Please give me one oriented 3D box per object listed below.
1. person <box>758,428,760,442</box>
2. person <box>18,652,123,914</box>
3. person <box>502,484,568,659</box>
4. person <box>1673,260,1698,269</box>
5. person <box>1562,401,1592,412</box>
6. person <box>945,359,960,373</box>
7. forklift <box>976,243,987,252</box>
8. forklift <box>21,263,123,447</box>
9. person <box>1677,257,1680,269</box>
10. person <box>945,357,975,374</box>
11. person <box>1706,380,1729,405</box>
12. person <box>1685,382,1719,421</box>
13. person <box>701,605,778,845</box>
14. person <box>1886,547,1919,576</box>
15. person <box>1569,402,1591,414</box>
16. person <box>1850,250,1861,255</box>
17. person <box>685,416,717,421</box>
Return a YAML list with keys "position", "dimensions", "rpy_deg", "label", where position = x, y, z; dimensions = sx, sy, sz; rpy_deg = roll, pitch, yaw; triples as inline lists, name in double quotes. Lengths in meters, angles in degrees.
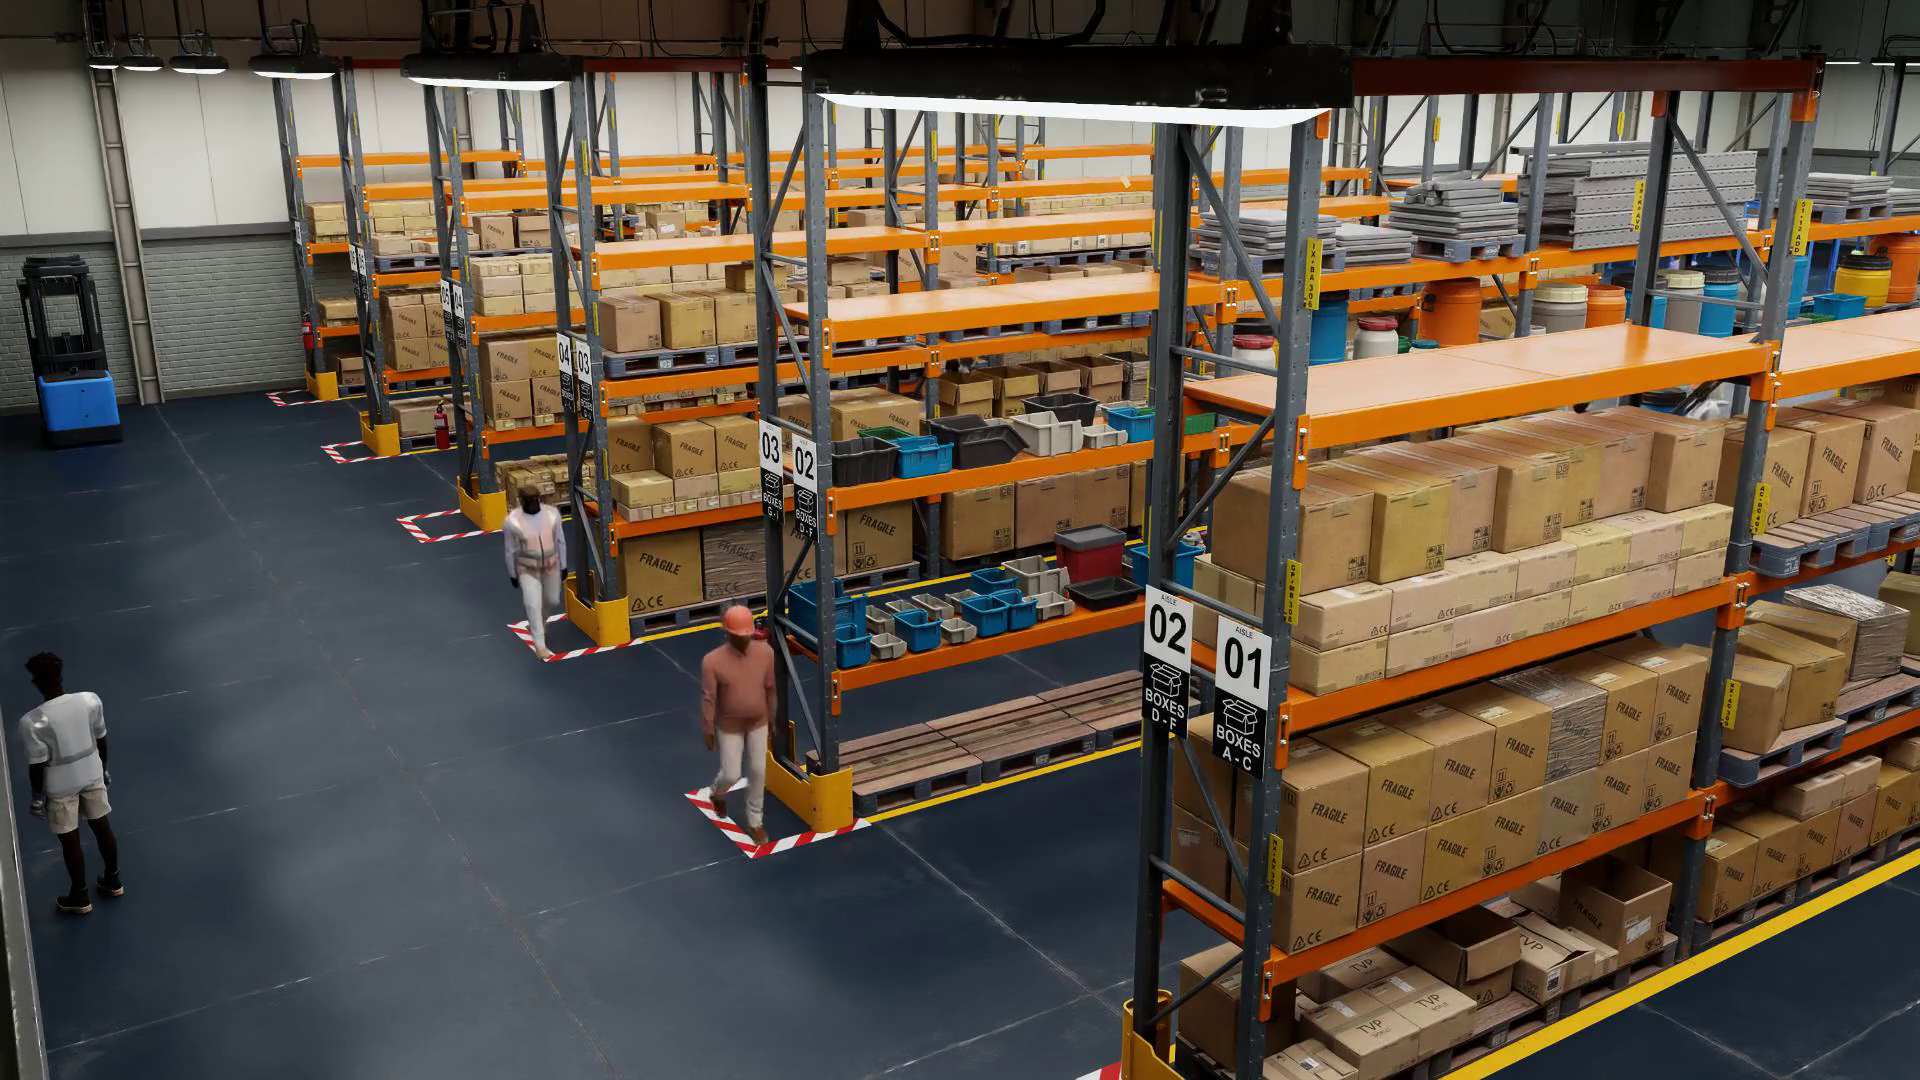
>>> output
- position: [-2.572, -0.675, 19.921]
  dimensions: [0.530, 1.596, 0.851]
  rpy_deg: [15, 23, 41]
  label: "person"
- position: [-6.428, 1.735, 11.398]
  dimensions: [0.368, 1.963, 0.603]
  rpy_deg: [9, 19, 26]
  label: "person"
- position: [-4.420, 0.272, 16.428]
  dimensions: [0.629, 1.828, 0.668]
  rpy_deg: [-10, 20, -31]
  label: "person"
- position: [16.764, -5.849, 36.509]
  dimensions: [0.829, 1.809, 0.585]
  rpy_deg: [-14, 22, -39]
  label: "person"
- position: [9.328, -2.012, 23.813]
  dimensions: [0.882, 1.895, 0.586]
  rpy_deg: [-10, 20, -30]
  label: "person"
- position: [-0.027, -1.710, 22.828]
  dimensions: [0.658, 1.895, 0.632]
  rpy_deg: [-7, 18, -23]
  label: "person"
- position: [0.988, -5.474, 34.718]
  dimensions: [1.214, 2.155, 2.313]
  rpy_deg: [-10, 20, -31]
  label: "forklift"
- position: [-14.518, -3.079, 25.708]
  dimensions: [1.129, 2.768, 1.873]
  rpy_deg: [-10, 20, -31]
  label: "forklift"
- position: [15.687, -5.256, 34.442]
  dimensions: [0.401, 1.899, 0.636]
  rpy_deg: [-4, 17, -13]
  label: "person"
- position: [-0.028, -1.908, 23.485]
  dimensions: [0.937, 1.873, 0.633]
  rpy_deg: [-8, 19, -26]
  label: "person"
- position: [13.662, -3.258, 28.324]
  dimensions: [0.436, 1.633, 0.526]
  rpy_deg: [7, 18, 23]
  label: "person"
- position: [10.086, -1.345, 21.598]
  dimensions: [0.952, 1.906, 0.548]
  rpy_deg: [-7, 18, -23]
  label: "person"
- position: [-1.745, 1.413, 12.445]
  dimensions: [0.622, 1.976, 0.596]
  rpy_deg: [-9, 19, -27]
  label: "person"
- position: [9.934, 0.279, 16.413]
  dimensions: [0.403, 1.822, 0.588]
  rpy_deg: [-9, 19, -28]
  label: "person"
- position: [8.371, -1.179, 21.319]
  dimensions: [0.504, 1.754, 0.526]
  rpy_deg: [-11, 20, -33]
  label: "person"
- position: [20.800, -5.866, 36.701]
  dimensions: [0.816, 1.734, 0.529]
  rpy_deg: [9, 19, 27]
  label: "person"
- position: [-4.431, -2.744, 26.150]
  dimensions: [0.591, 1.926, 0.617]
  rpy_deg: [-10, 19, -29]
  label: "person"
